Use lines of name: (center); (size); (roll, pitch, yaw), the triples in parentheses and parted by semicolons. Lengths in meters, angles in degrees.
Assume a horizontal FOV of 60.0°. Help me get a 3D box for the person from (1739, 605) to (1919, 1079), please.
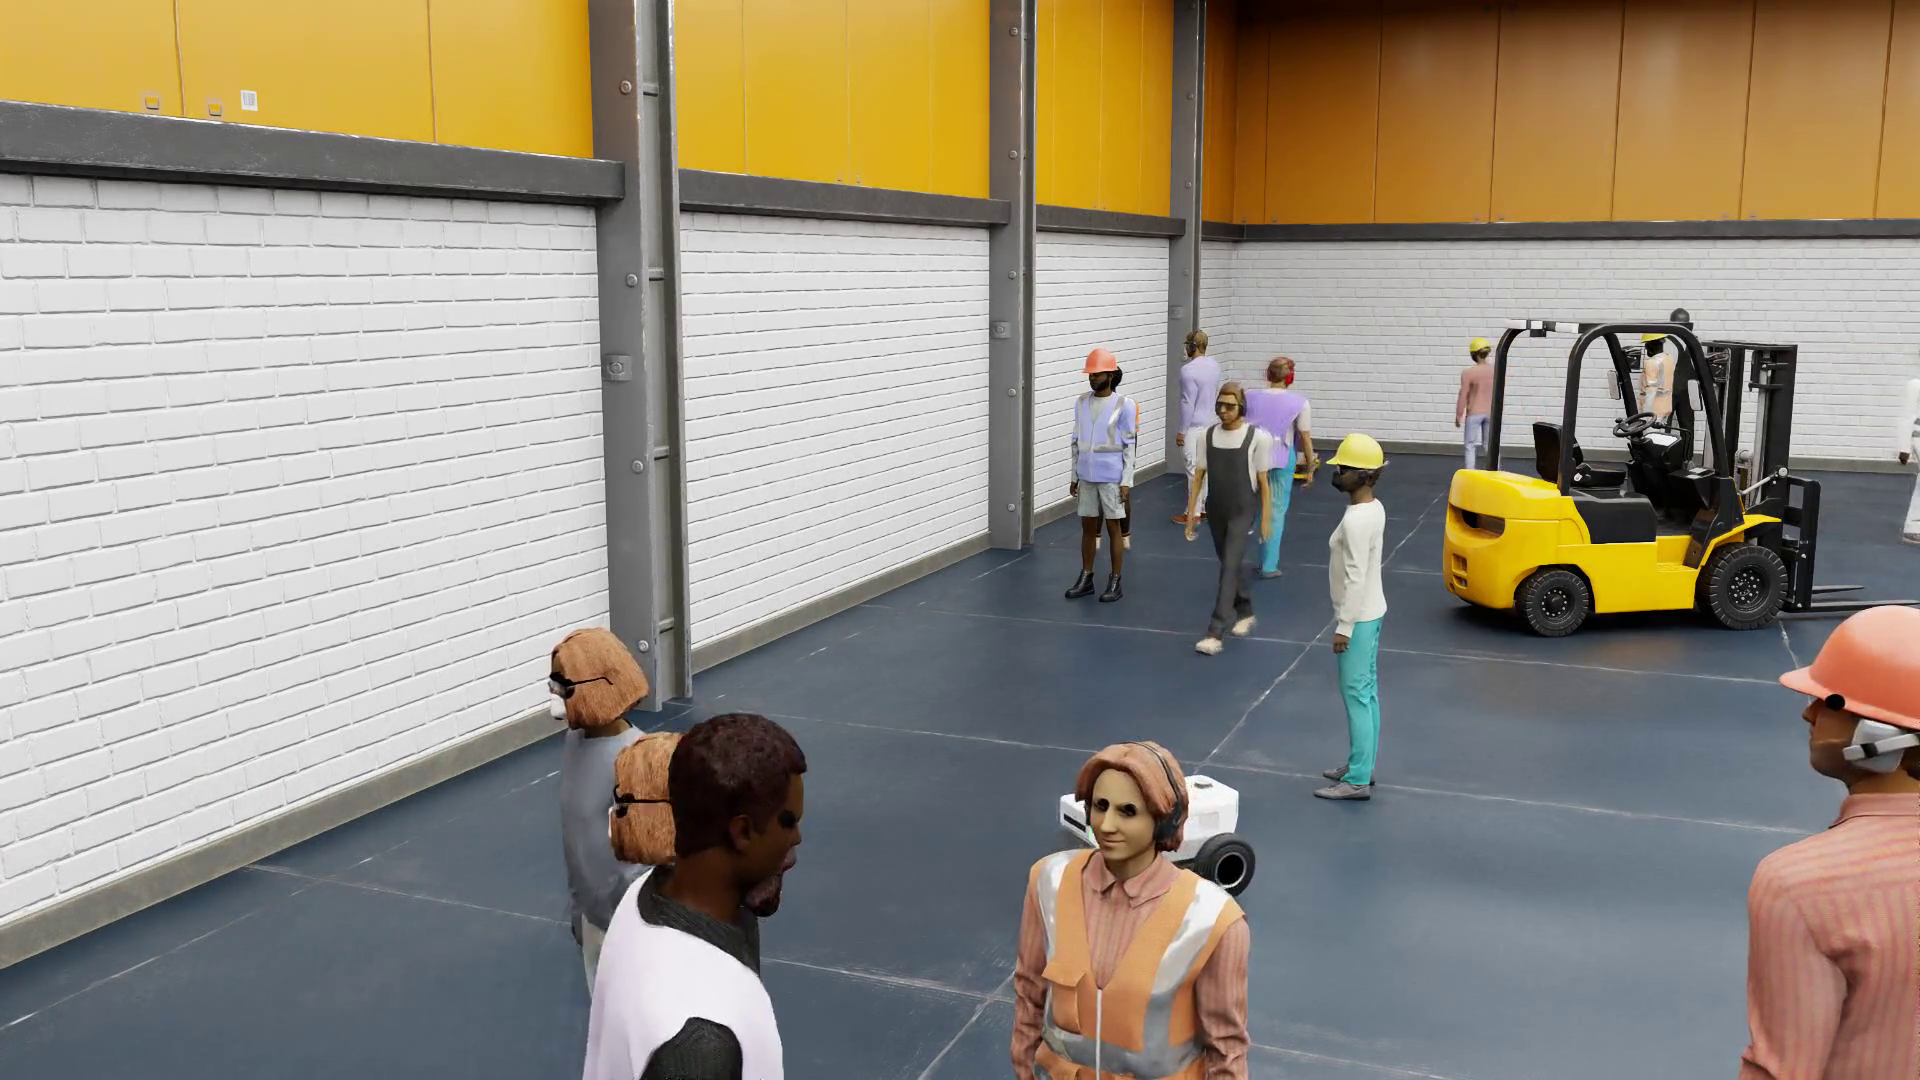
person: (1.577, 1.097, 2.922); (0.622, 1.996, 0.369); (-4, 10, -21)

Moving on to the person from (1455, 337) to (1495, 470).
person: (5.936, -1.443, 19.041); (0.568, 1.757, 0.415); (-2, 10, -13)

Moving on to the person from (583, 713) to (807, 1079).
person: (-0.538, 1.197, 2.712); (0.943, 1.875, 0.623); (-3, 10, -18)

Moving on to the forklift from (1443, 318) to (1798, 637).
forklift: (4.706, -0.497, 11.990); (2.313, 2.155, 1.214); (-2, 10, -10)

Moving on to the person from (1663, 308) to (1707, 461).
person: (9.010, -1.904, 20.981); (0.684, 2.000, 0.538); (0, 9, 2)

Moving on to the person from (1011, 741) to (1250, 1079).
person: (0.334, 1.199, 3.374); (0.514, 1.645, 0.309); (6, 11, 31)

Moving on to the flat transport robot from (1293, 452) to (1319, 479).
flat transport robot: (4.020, -0.932, 20.437); (0.652, 0.197, 1.431); (3, 10, 17)

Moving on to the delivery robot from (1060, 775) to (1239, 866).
delivery robot: (0.770, 1.134, 6.781); (0.707, 0.478, 0.477); (-4, 10, -25)

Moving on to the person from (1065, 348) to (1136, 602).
person: (1.072, -0.492, 12.734); (0.543, 1.939, 0.361); (7, 12, 35)

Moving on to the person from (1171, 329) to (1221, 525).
person: (2.342, -1.115, 16.510); (0.372, 1.940, 0.632); (7, 11, 35)

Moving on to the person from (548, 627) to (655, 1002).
person: (-0.930, 1.030, 4.464); (0.288, 1.622, 0.494); (-6, 11, -33)

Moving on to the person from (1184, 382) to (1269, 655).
person: (1.817, -0.172, 11.243); (0.528, 1.800, 0.982); (6, 11, 33)

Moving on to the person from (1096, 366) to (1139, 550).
person: (1.354, -0.744, 15.022); (0.530, 1.689, 0.321); (-1, 9, -5)

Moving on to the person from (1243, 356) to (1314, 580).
person: (2.635, -0.599, 13.733); (0.597, 1.817, 0.717); (6, 11, 33)

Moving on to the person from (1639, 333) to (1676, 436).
person: (7.647, -1.412, 18.360); (0.373, 1.921, 0.585); (8, 12, 41)

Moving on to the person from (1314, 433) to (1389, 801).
person: (1.897, 0.369, 8.027); (0.300, 1.772, 0.532); (4, 10, 22)

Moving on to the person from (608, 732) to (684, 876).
person: (-0.584, 1.192, 3.444); (0.279, 1.634, 0.499); (-2, 10, -9)

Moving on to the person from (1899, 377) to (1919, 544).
person: (8.906, -0.838, 15.060); (0.601, 1.860, 0.745); (-4, 10, -25)
